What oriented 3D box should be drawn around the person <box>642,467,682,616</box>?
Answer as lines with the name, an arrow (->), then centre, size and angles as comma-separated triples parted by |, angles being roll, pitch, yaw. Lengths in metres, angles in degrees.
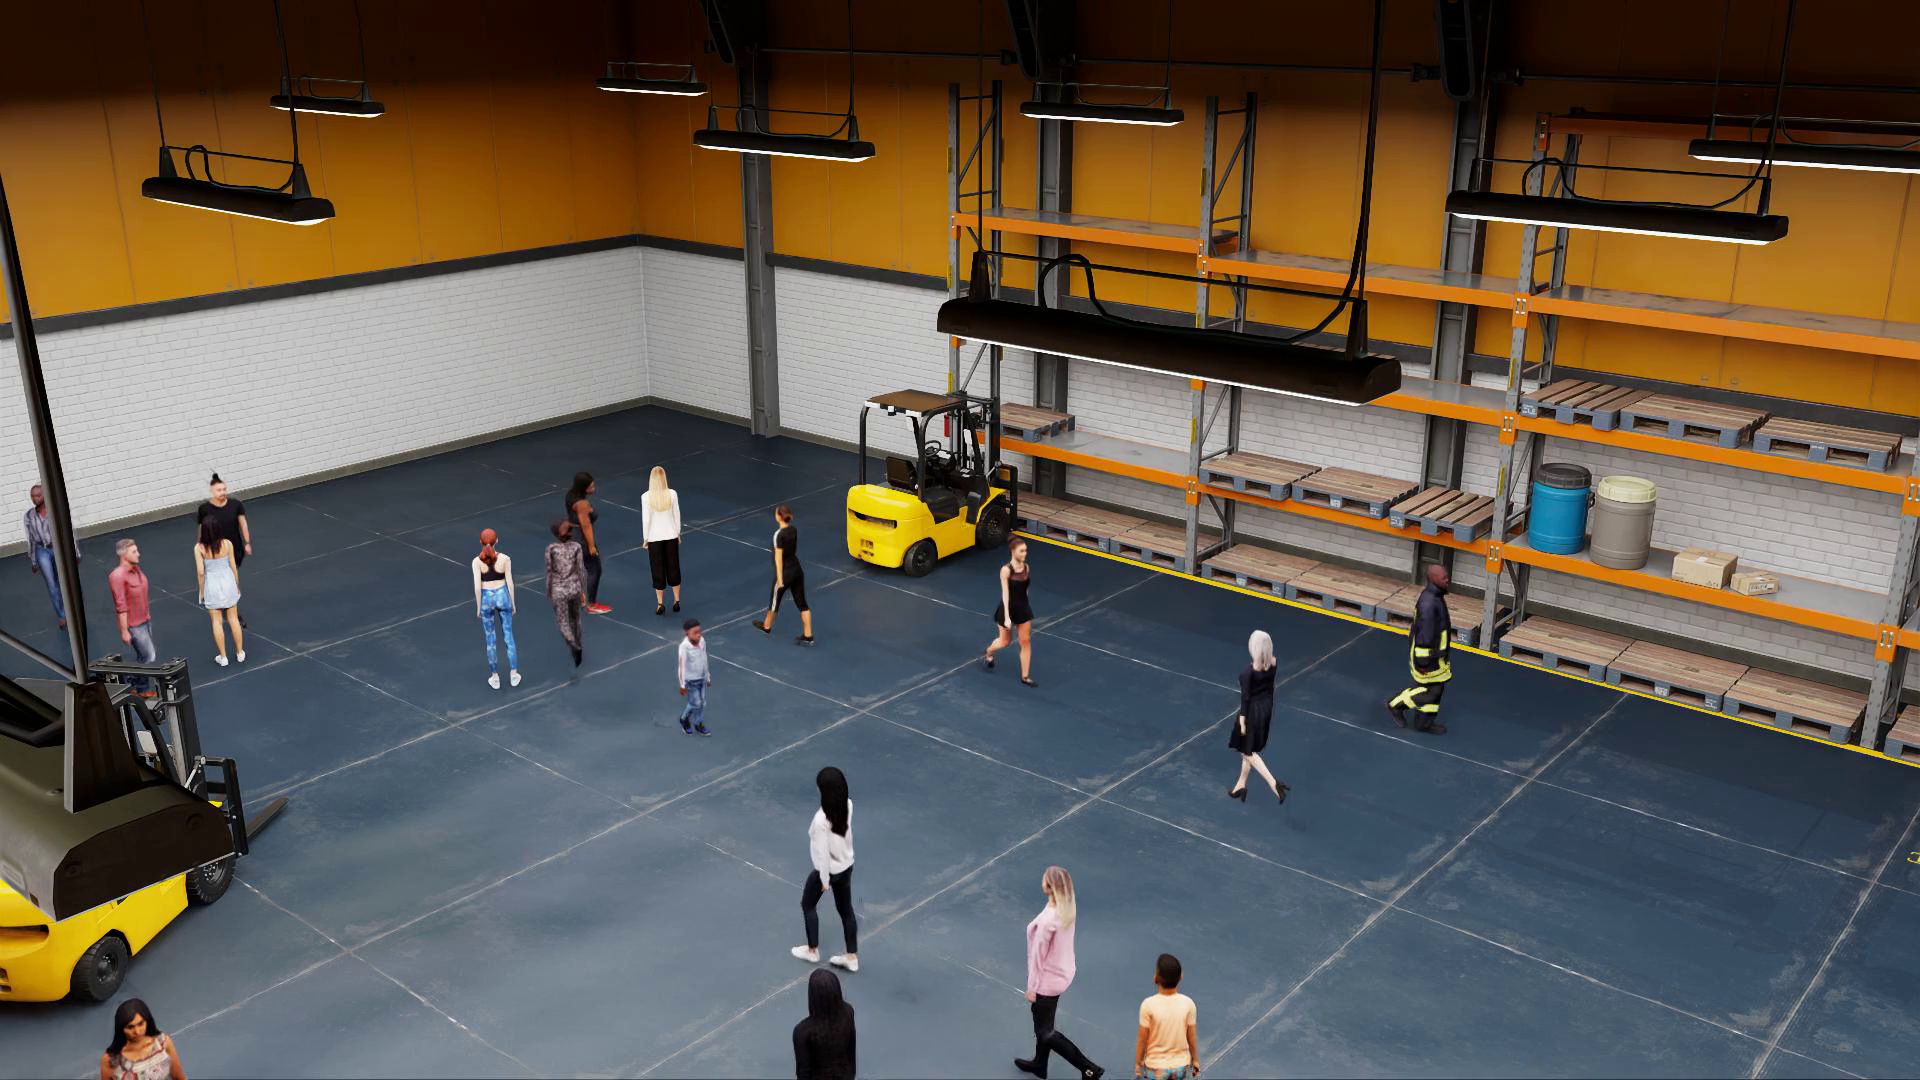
person -> -3.557, 0.013, 19.905 | 0.693, 1.858, 0.680 | -8, 20, -22

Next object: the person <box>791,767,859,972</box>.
person -> -0.906, 2.534, 12.695 | 0.808, 1.682, 0.669 | 12, 22, 32

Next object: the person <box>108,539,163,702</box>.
person -> -8.730, 0.873, 17.415 | 0.925, 1.817, 0.869 | -1, 19, -2

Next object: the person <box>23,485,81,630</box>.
person -> -10.633, 0.178, 19.538 | 0.802, 1.781, 0.823 | -6, 19, -16

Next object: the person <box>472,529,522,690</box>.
person -> -4.997, 0.728, 17.898 | 0.664, 1.785, 0.701 | -7, 20, -19

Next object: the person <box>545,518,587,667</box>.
person -> -4.344, 0.610, 18.377 | 0.797, 1.702, 1.035 | -8, 20, -22

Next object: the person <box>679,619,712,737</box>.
person -> -2.724, 1.371, 16.821 | 0.552, 1.253, 0.494 | 14, 23, 35

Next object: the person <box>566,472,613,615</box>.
person -> -4.570, 0.037, 19.944 | 0.694, 1.788, 0.843 | 16, 25, 40

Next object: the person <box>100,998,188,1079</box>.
person -> -4.915, 3.456, 10.031 | 0.683, 1.636, 0.722 | -16, 24, -39

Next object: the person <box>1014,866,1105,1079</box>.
person -> 0.689, 3.012, 11.297 | 0.993, 1.670, 0.726 | 10, 21, 27

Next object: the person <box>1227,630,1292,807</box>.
person -> 2.746, 1.669, 15.193 | 0.708, 1.727, 1.000 | -14, 23, -36

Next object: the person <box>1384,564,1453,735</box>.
person -> 4.646, 1.091, 16.778 | 0.976, 1.811, 0.868 | 8, 20, 23

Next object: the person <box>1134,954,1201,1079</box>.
person -> 1.329, 3.376, 10.583 | 0.815, 1.435, 0.889 | -3, 19, -9

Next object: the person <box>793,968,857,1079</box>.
person -> -0.747, 3.404, 10.086 | 0.703, 1.698, 1.075 | -17, 25, -40

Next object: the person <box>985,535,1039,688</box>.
person -> 0.537, 0.758, 18.014 | 0.722, 1.655, 1.030 | -14, 23, -35

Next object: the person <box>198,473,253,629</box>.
person -> -8.739, 0.089, 19.743 | 0.779, 1.819, 1.203 | -15, 24, -38

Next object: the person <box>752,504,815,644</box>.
person -> -1.905, 0.424, 19.057 | 1.110, 1.622, 0.666 | 12, 22, 32

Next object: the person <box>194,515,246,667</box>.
person -> -8.249, 0.547, 18.520 | 0.635, 1.731, 0.605 | -13, 23, -34
